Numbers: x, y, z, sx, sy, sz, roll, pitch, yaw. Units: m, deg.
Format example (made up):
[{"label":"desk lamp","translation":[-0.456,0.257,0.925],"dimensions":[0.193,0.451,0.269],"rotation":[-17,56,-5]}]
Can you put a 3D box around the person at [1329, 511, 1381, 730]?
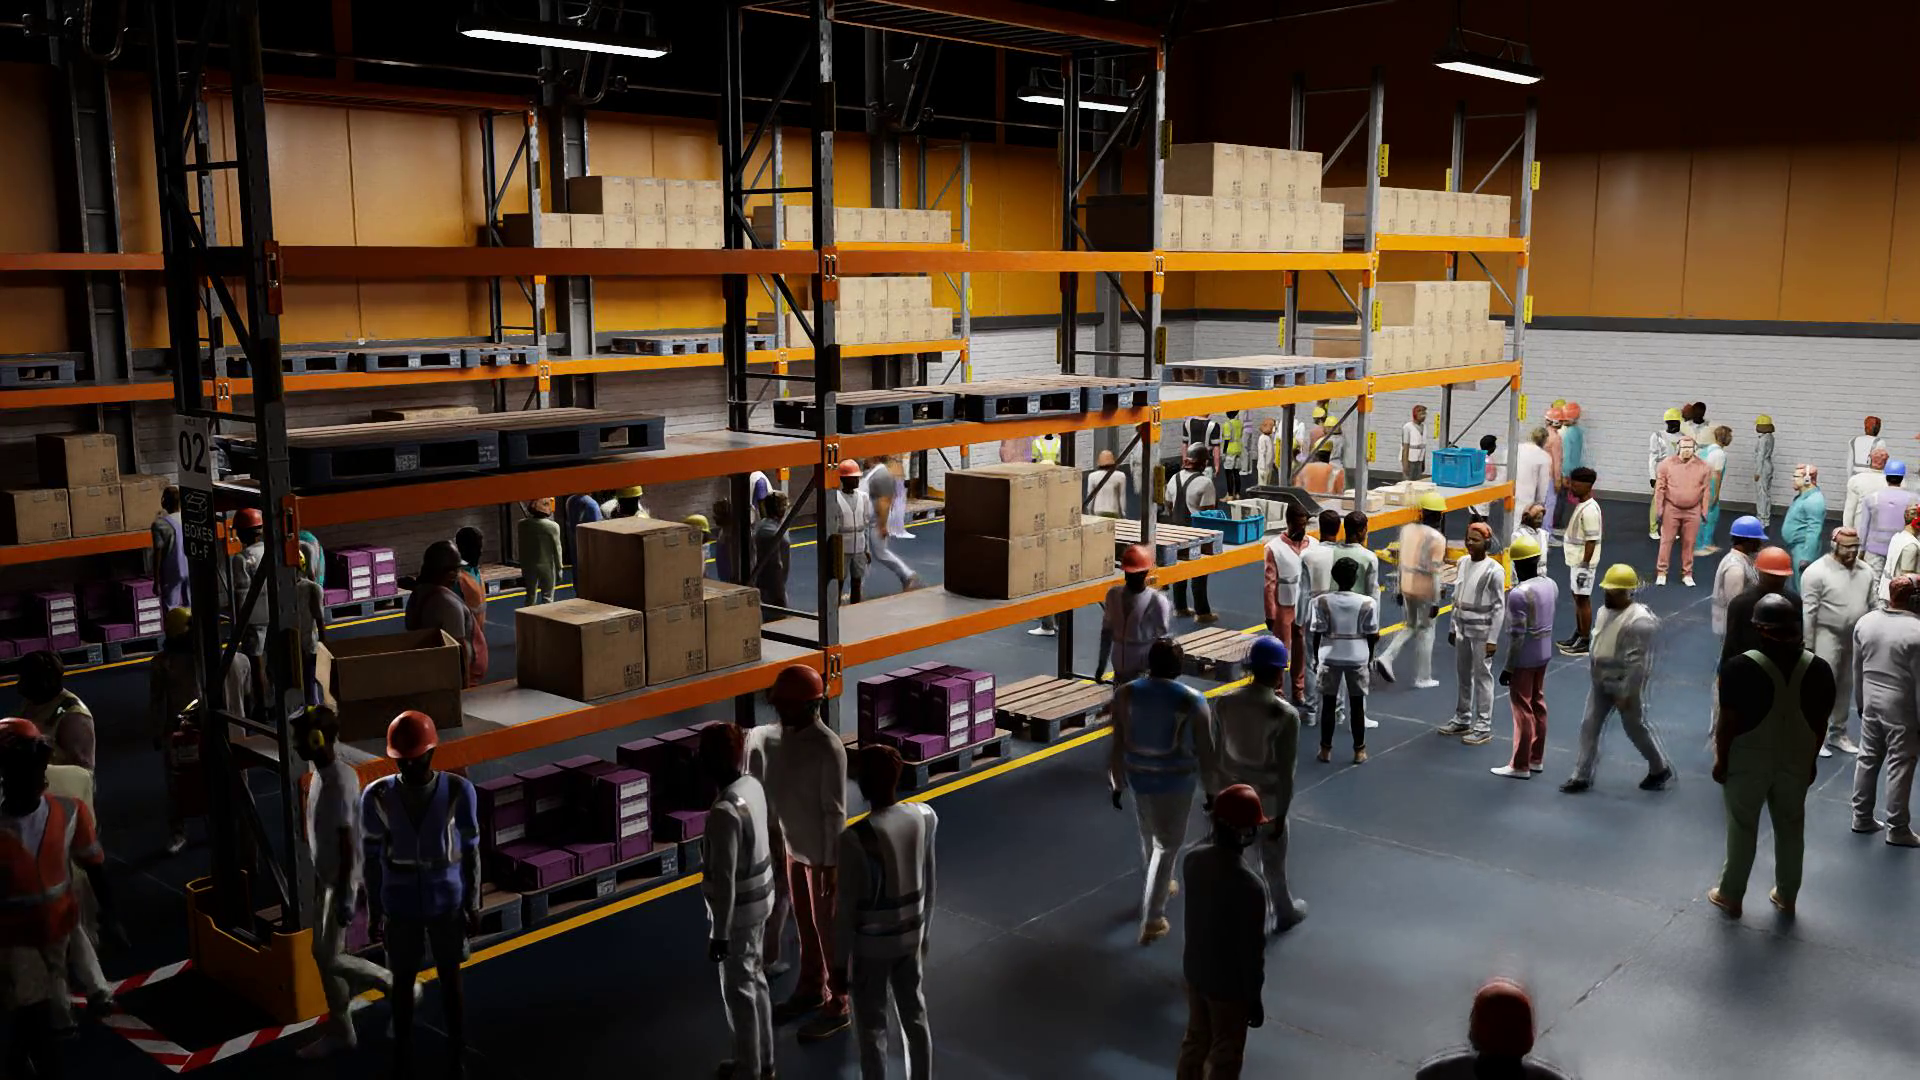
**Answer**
[{"label":"person","translation":[3.387,0.701,14.484],"dimensions":[0.391,1.913,0.588],"rotation":[-9,13,-42]}]

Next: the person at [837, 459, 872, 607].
[{"label":"person","translation":[-1.202,0.092,18.028],"dimensions":[0.548,1.942,0.343],"rotation":[-6,11,-33]}]

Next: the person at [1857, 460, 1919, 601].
[{"label":"person","translation":[10.044,0.099,18.002],"dimensions":[0.607,1.939,0.417],"rotation":[6,11,31]}]

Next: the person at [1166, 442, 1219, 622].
[{"label":"person","translation":[2.687,-0.102,18.894],"dimensions":[0.536,2.000,0.680],"rotation":[-6,11,-34]}]

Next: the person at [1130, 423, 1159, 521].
[{"label":"person","translation":[2.894,-1.115,25.906],"dimensions":[0.489,1.720,0.683],"rotation":[6,11,32]}]

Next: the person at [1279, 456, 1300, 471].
[{"label":"person","translation":[4.585,-0.616,23.237],"dimensions":[0.546,1.619,0.515],"rotation":[-1,10,-4]}]

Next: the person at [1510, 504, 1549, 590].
[{"label":"person","translation":[5.747,0.445,16.834],"dimensions":[0.512,1.638,0.307],"rotation":[-6,11,-31]}]

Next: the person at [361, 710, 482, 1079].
[{"label":"person","translation":[-2.606,1.761,8.076],"dimensions":[0.550,1.935,0.376],"rotation":[-2,10,-12]}]

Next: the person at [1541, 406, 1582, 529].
[{"label":"person","translation":[9.048,-1.033,24.727],"dimensions":[0.819,1.948,0.633],"rotation":[8,13,41]}]

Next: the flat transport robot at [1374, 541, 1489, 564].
[{"label":"flat transport robot","translation":[6.430,0.161,22.597],"dimensions":[1.431,0.197,0.652],"rotation":[-1,10,-6]}]

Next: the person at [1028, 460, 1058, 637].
[{"label":"person","translation":[0.959,0.088,18.097],"dimensions":[0.373,1.928,0.584],"rotation":[7,12,37]}]

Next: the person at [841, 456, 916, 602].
[{"label":"person","translation":[-1.002,-0.284,19.978],"dimensions":[0.868,2.000,0.691],"rotation":[-6,11,-34]}]

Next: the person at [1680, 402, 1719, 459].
[{"label":"person","translation":[11.449,-1.199,25.855],"dimensions":[0.587,1.909,0.404],"rotation":[6,11,32]}]

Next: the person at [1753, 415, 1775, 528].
[{"label":"person","translation":[12.276,-1.051,25.479],"dimensions":[0.321,1.737,0.486],"rotation":[8,12,40]}]

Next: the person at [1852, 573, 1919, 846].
[{"label":"person","translation":[6.569,1.176,11.660],"dimensions":[0.407,1.910,0.639],"rotation":[-3,10,-18]}]

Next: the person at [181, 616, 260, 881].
[{"label":"person","translation":[-4.801,1.361,10.762],"dimensions":[0.346,1.840,0.505],"rotation":[4,10,23]}]

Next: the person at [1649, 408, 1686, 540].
[{"label":"person","translation":[10.379,-0.965,24.382],"dimensions":[0.587,1.929,0.360],"rotation":[-2,10,-14]}]

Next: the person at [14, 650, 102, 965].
[{"label":"person","translation":[-5.276,1.542,9.671],"dimensions":[0.621,1.845,0.429],"rotation":[7,12,34]}]

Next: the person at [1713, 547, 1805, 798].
[{"label":"person","translation":[6.105,0.981,12.748],"dimensions":[0.634,1.953,1.000],"rotation":[-2,10,-14]}]

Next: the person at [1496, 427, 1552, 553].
[{"label":"person","translation":[7.609,-0.590,22.327],"dimensions":[0.873,1.870,0.675],"rotation":[-5,11,-29]}]

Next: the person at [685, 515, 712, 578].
[{"label":"person","translation":[-2.476,0.645,15.347],"dimensions":[0.358,1.737,0.563],"rotation":[1,10,8]}]

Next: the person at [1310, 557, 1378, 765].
[{"label":"person","translation":[3.100,0.977,13.465],"dimensions":[0.535,1.699,0.321],"rotation":[2,10,13]}]

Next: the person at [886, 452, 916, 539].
[{"label":"person","translation":[-0.877,-0.982,24.502],"dimensions":[0.386,1.920,0.590],"rotation":[-5,11,-25]}]

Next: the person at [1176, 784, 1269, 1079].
[{"label":"person","translation":[1.208,1.954,7.534],"dimensions":[0.383,1.739,0.580],"rotation":[-4,10,-20]}]

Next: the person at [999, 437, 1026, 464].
[{"label":"person","translation":[0.779,-1.128,25.507],"dimensions":[0.433,1.879,0.635],"rotation":[2,10,11]}]

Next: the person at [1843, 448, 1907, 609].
[{"label":"person","translation":[10.652,-0.124,19.428],"dimensions":[0.654,1.906,0.406],"rotation":[2,10,14]}]

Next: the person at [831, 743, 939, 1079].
[{"label":"person","translation":[-0.341,1.856,7.685],"dimensions":[0.575,1.879,0.339],"rotation":[-9,13,-42]}]

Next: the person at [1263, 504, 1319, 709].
[{"label":"person","translation":[2.990,0.611,15.056],"dimensions":[0.597,1.907,0.409],"rotation":[-5,11,-29]}]

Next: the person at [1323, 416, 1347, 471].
[{"label":"person","translation":[5.635,-1.016,25.261],"dimensions":[0.484,1.736,0.322],"rotation":[-5,11,-28]}]

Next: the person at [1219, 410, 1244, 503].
[{"label":"person","translation":[4.582,-1.473,28.101],"dimensions":[0.316,1.695,0.542],"rotation":[8,12,40]}]

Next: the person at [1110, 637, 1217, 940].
[{"label":"person","translation":[1.252,1.482,10.191],"dimensions":[0.638,1.800,0.885],"rotation":[5,11,27]}]

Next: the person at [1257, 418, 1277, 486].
[{"label":"person","translation":[4.803,-1.104,26.090],"dimensions":[0.267,1.632,0.507],"rotation":[5,11,27]}]

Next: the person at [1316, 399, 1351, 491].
[{"label":"person","translation":[6.191,-1.518,27.986],"dimensions":[0.906,1.841,0.521],"rotation":[-4,10,-20]}]

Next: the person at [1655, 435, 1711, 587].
[{"label":"person","translation":[9.054,-0.362,20.846],"dimensions":[0.645,1.907,0.400],"rotation":[2,10,13]}]

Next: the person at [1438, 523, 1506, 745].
[{"label":"person","translation":[4.345,0.781,14.083],"dimensions":[0.347,1.884,0.584],"rotation":[-4,10,-22]}]

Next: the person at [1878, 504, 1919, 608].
[{"label":"person","translation":[8.776,0.571,15.496],"dimensions":[0.394,1.836,0.561],"rotation":[4,10,22]}]

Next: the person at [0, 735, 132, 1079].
[{"label":"person","translation":[-4.356,1.828,7.834],"dimensions":[1.049,1.903,0.627],"rotation":[7,12,37]}]

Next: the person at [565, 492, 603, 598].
[{"label":"person","translation":[-3.796,0.206,17.075],"dimensions":[0.391,2.034,0.605],"rotation":[-8,12,-39]}]

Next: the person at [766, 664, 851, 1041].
[{"label":"person","translation":[-0.805,1.621,8.781],"dimensions":[0.408,1.986,0.617],"rotation":[-6,11,-32]}]
